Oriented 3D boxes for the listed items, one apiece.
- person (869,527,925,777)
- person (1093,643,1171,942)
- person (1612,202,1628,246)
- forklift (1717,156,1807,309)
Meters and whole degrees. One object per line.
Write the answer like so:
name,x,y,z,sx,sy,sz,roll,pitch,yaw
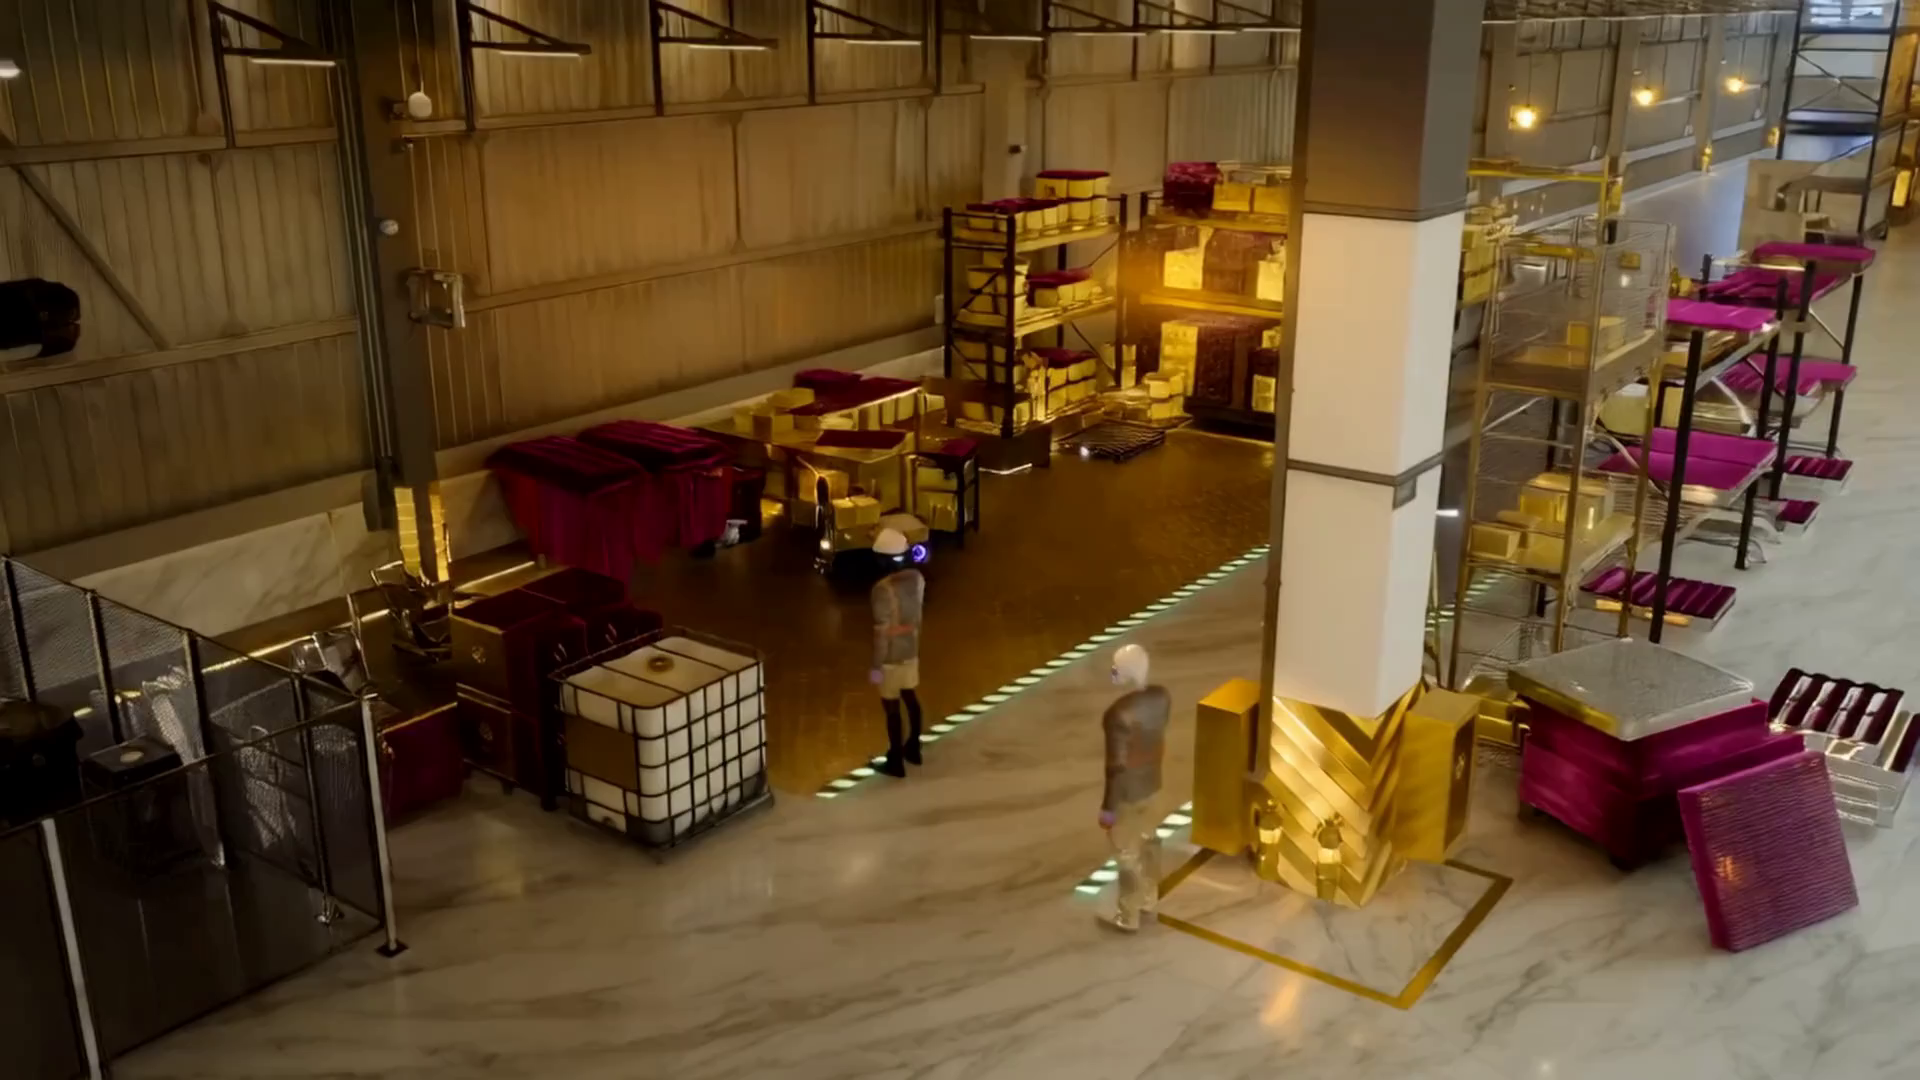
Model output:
person,-0.506,0.836,12.554,0.373,1.934,0.551,13,22,34
person,1.066,1.558,10.341,0.356,1.936,0.635,13,22,34
person,12.611,-5.520,32.008,0.352,1.937,0.635,13,22,34
forklift,15.170,-5.767,31.271,1.129,2.768,1.873,13,22,34
